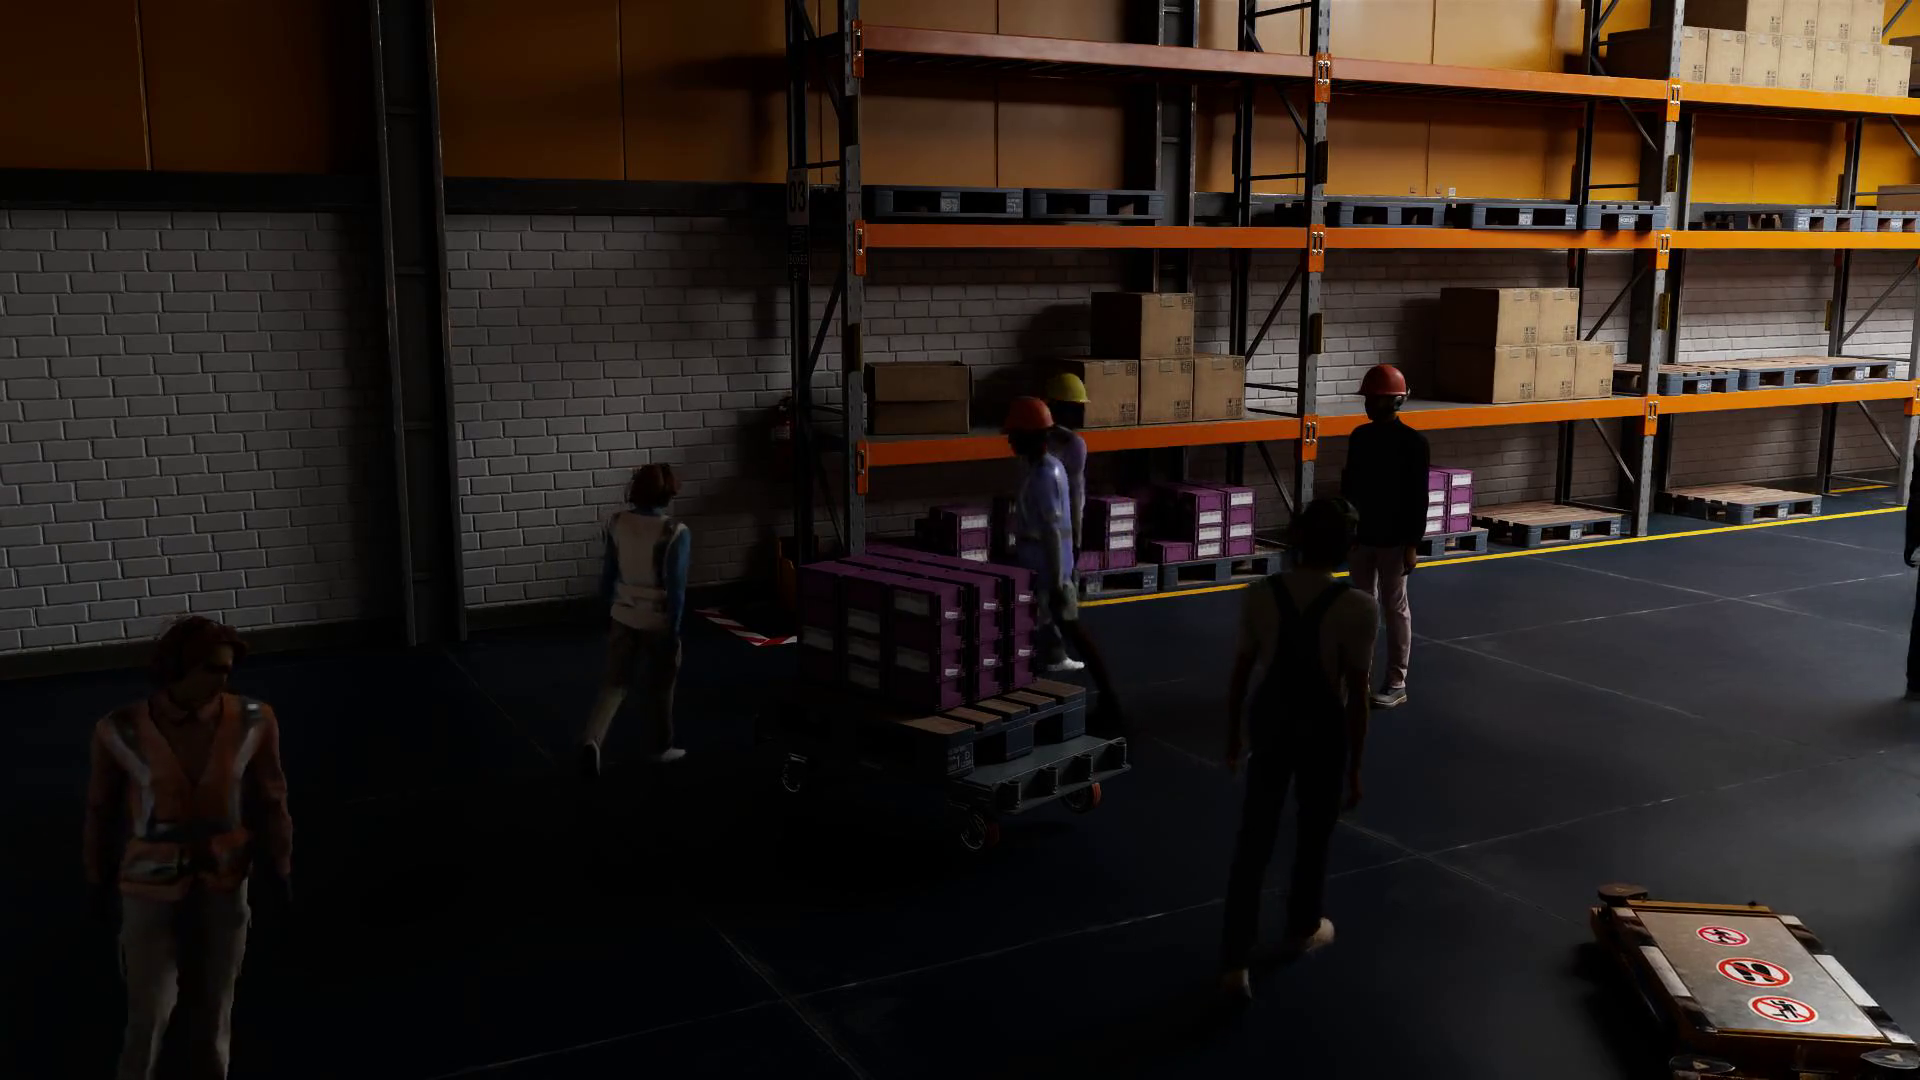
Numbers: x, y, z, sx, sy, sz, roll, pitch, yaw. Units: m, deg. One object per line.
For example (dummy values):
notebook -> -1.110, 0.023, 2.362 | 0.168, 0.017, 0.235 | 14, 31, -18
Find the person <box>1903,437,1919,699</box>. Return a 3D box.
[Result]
person -> 5.842, 0.025, 9.697 | 0.611, 1.905, 0.413 | 8, 13, 39

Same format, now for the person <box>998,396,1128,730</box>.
person -> 0.451, 0.144, 9.123 | 1.052, 1.872, 0.575 | 1, 10, 7

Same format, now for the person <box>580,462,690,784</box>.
person -> -1.625, 0.417, 8.302 | 0.546, 1.609, 0.743 | 4, 11, 24

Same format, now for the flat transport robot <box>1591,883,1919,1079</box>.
flat transport robot -> 2.676, 1.534, 5.700 | 0.652, 0.197, 1.431 | 1, 10, 7

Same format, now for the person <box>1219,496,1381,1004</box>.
person -> 1.181, 0.739, 5.914 | 0.568, 1.801, 0.940 | 5, 11, 27

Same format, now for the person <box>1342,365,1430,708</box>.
person -> 2.443, -0.024, 9.709 | 0.379, 1.996, 0.611 | -6, 12, -32

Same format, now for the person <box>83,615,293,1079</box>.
person -> -2.252, 1.004, 4.891 | 0.535, 1.606, 0.439 | -7, 12, -35

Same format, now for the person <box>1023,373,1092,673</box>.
person -> 0.519, -0.072, 10.255 | 0.641, 1.910, 0.593 | -6, 11, -31

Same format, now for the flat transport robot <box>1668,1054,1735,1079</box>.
flat transport robot -> 2.314, 1.773, 4.327 | 0.652, 0.197, 1.431 | 2, 10, 11
